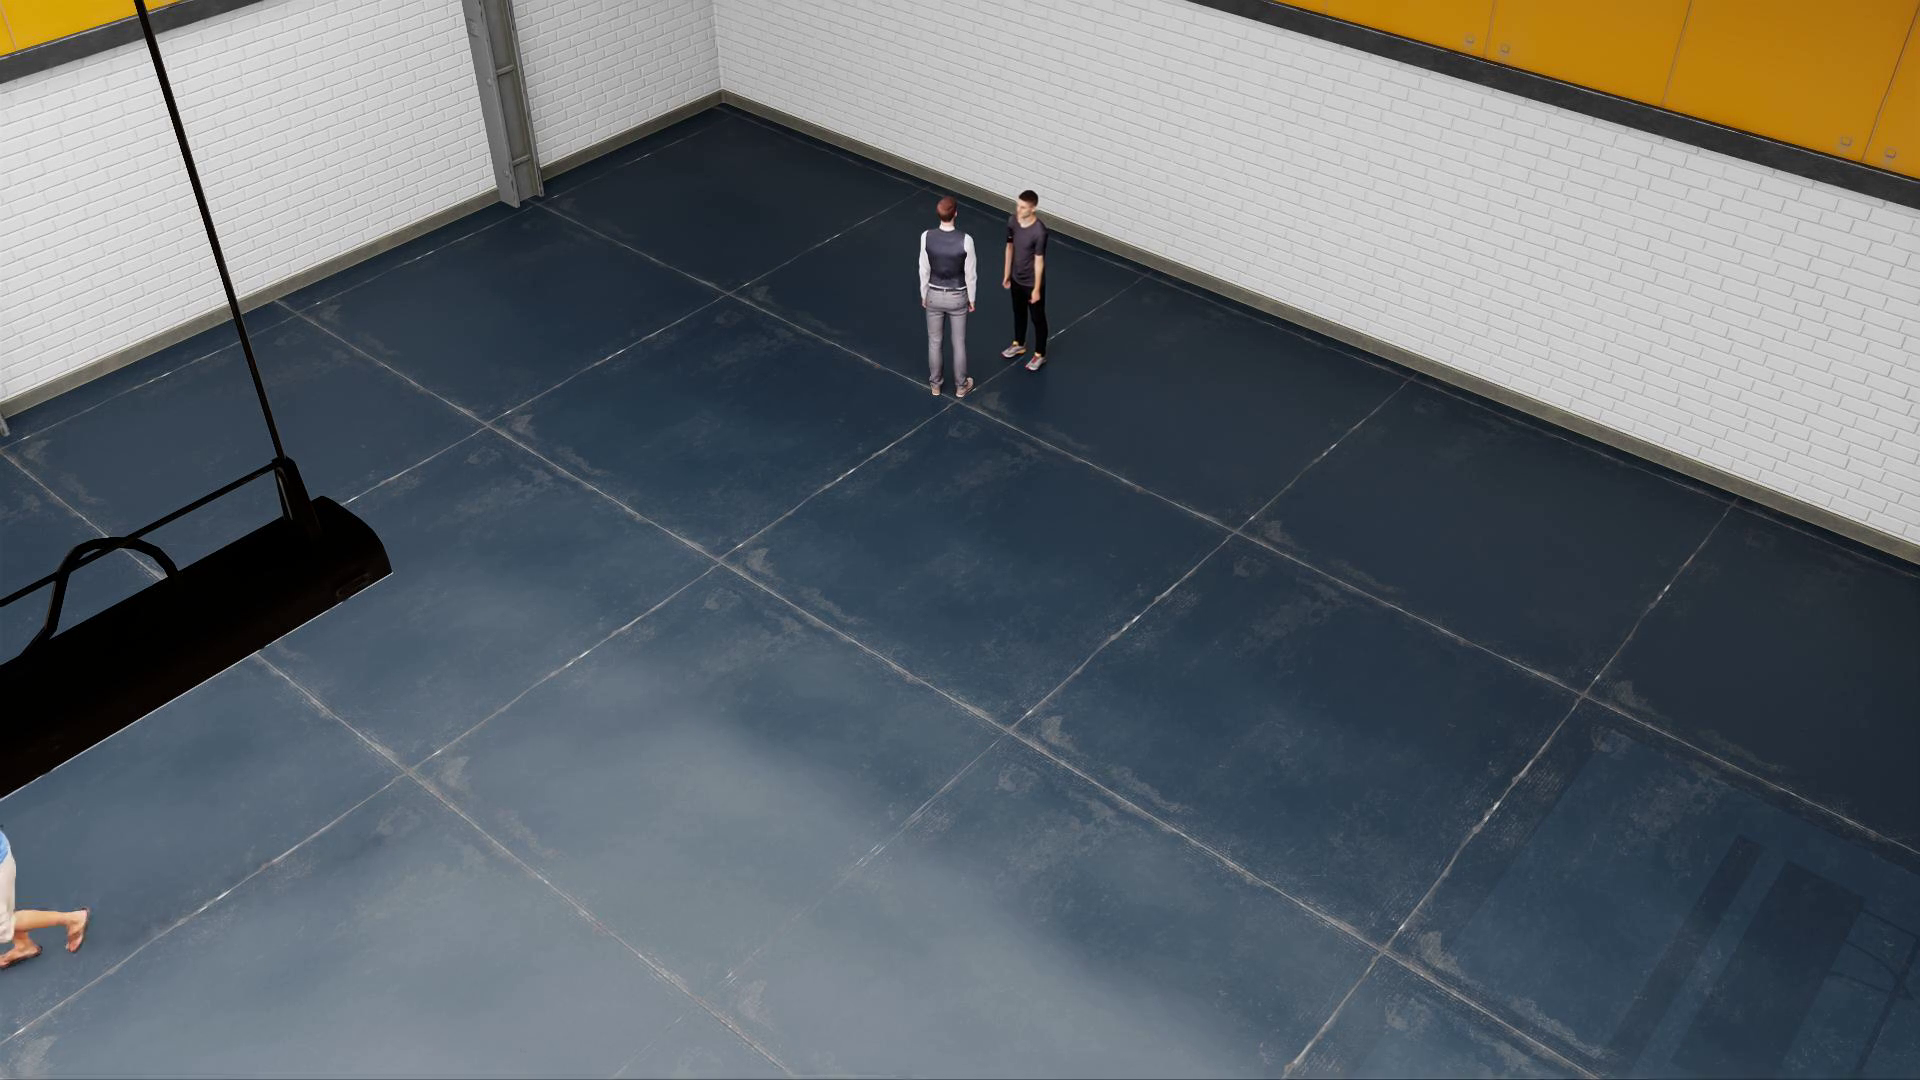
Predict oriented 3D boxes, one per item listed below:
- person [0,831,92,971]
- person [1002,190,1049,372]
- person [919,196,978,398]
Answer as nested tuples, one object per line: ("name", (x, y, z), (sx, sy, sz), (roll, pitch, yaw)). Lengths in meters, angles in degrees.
("person", (-5.665, 1.859, 9.797), (0.957, 1.842, 0.797), (-22, 44, -26))
("person", (0.624, -2.391, 15.184), (0.557, 1.761, 0.644), (-30, 48, -32))
("person", (-0.114, -2.160, 14.753), (0.743, 1.938, 0.734), (7, 39, 8))
